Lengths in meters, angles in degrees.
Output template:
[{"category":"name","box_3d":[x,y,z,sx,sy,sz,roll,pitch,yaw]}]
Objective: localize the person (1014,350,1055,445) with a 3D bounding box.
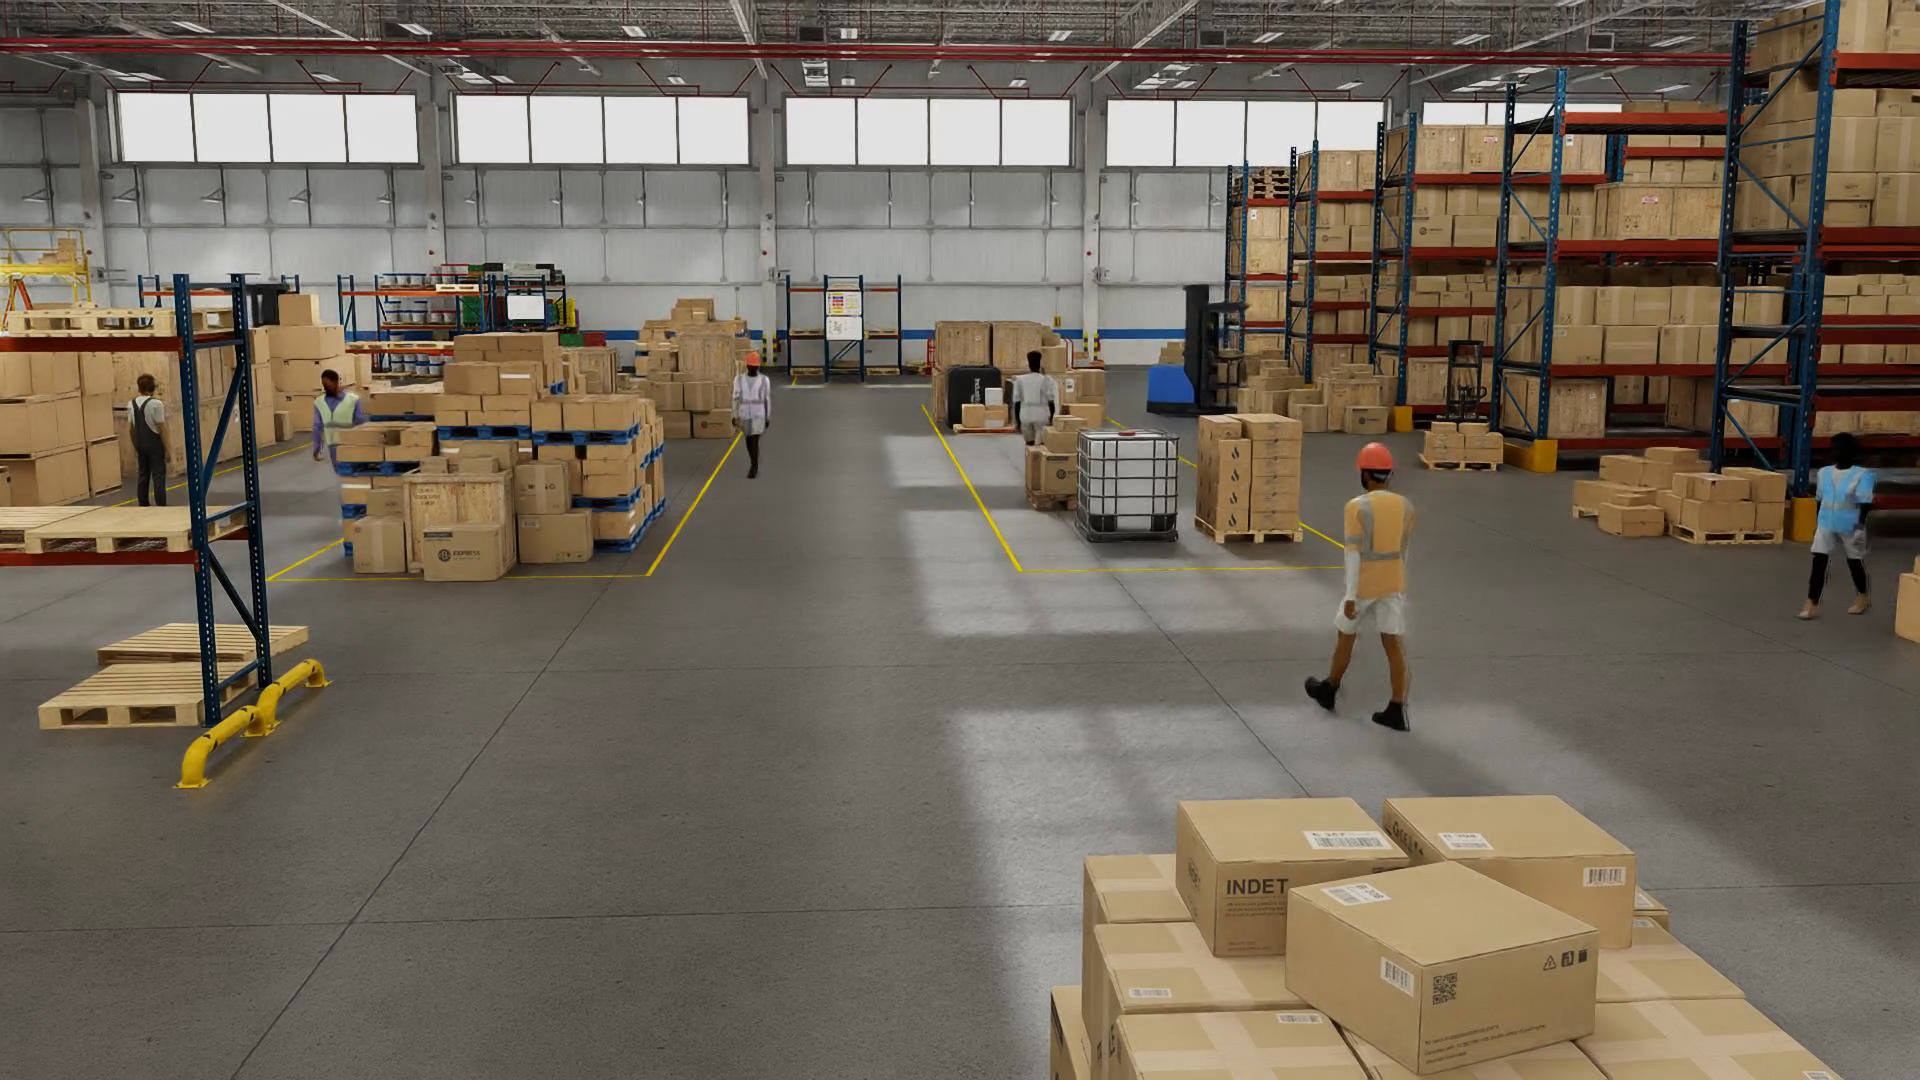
[{"category":"person","box_3d":[1.081,-1.760,23.974,0.641,1.951,0.466,3,10,19]}]

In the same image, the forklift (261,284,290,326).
[{"category":"forklift","box_3d":[-15.717,-4.518,38.398,1.873,2.768,1.129,-1,9,-4]}]

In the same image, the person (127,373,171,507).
[{"category":"person","box_3d":[-9.779,-1.090,20.130,0.510,1.847,0.354,2,9,14]}]

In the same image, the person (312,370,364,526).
[{"category":"person","box_3d":[-7.536,-1.108,20.104,0.600,1.879,0.859,2,9,11]}]

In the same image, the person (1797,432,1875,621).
[{"category":"person","box_3d":[7.774,-0.125,14.641,0.858,1.662,0.536,-7,11,-36]}]

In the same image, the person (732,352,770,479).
[{"category":"person","box_3d":[-3.122,-1.897,25.062,0.549,1.895,0.991,0,9,3]}]

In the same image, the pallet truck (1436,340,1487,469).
[{"category":"pallet truck","box_3d":[8.004,-2.170,26.422,0.823,1.965,1.885,2,9,14]}]

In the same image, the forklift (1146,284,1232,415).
[{"category":"forklift","box_3d":[5.047,-4.084,35.675,1.873,2.768,1.129,4,10,22]}]

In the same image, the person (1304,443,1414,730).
[{"category":"person","box_3d":[2.750,0.288,11.305,0.567,1.890,0.958,-4,10,-21]}]
